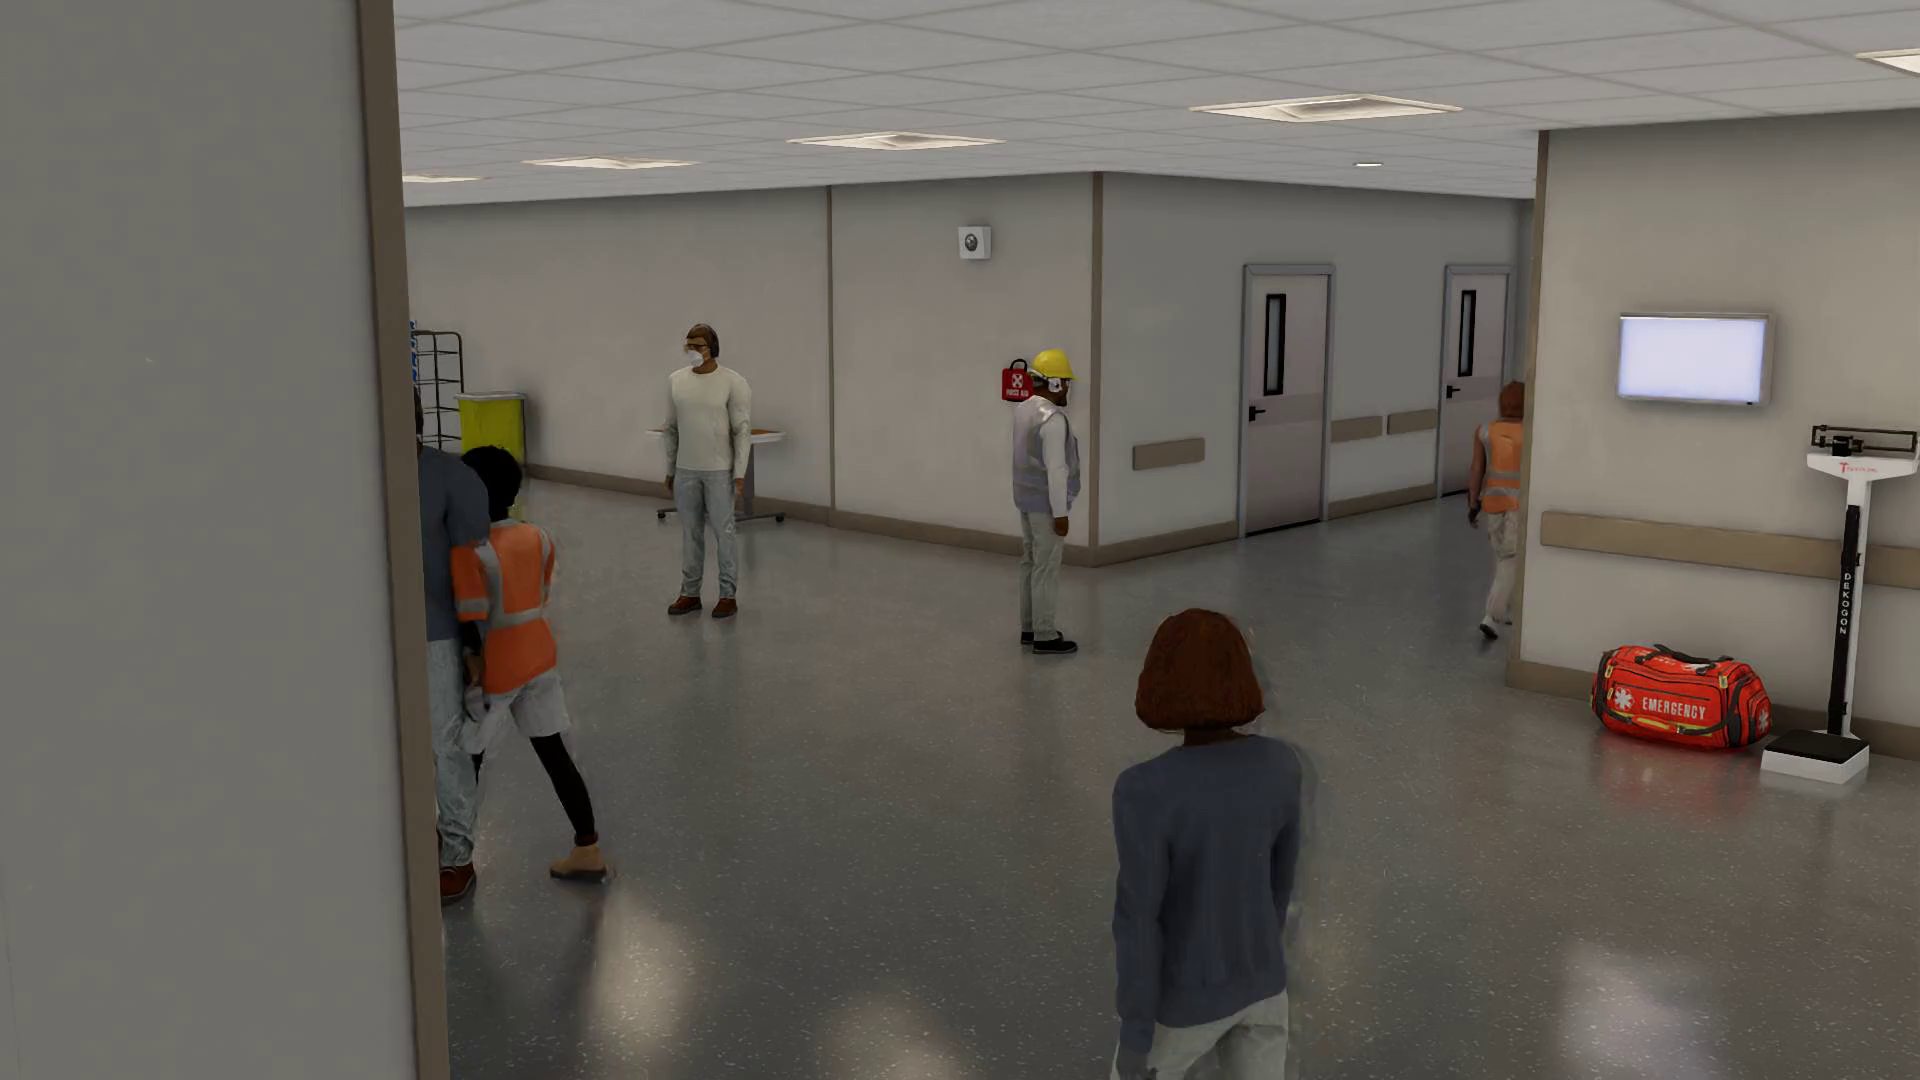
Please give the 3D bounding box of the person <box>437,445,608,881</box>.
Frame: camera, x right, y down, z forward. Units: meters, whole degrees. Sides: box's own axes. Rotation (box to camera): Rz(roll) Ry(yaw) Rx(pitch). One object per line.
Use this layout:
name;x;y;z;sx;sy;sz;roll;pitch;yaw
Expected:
person;-1.720;0.470;6.209;0.852;1.651;0.542;5;10;27

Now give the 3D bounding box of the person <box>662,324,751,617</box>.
person;-1.681;-0.455;11.012;0.627;1.940;0.370;3;10;19

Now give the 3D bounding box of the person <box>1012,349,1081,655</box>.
person;0.519;-0.228;9.990;0.403;1.824;0.590;-3;10;-17

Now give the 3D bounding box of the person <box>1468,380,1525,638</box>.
person;3.463;-0.205;10.478;0.527;1.600;0.850;8;12;41

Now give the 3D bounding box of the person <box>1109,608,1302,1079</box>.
person;0.470;0.935;3.517;0.521;1.598;0.773;-6;11;-31
